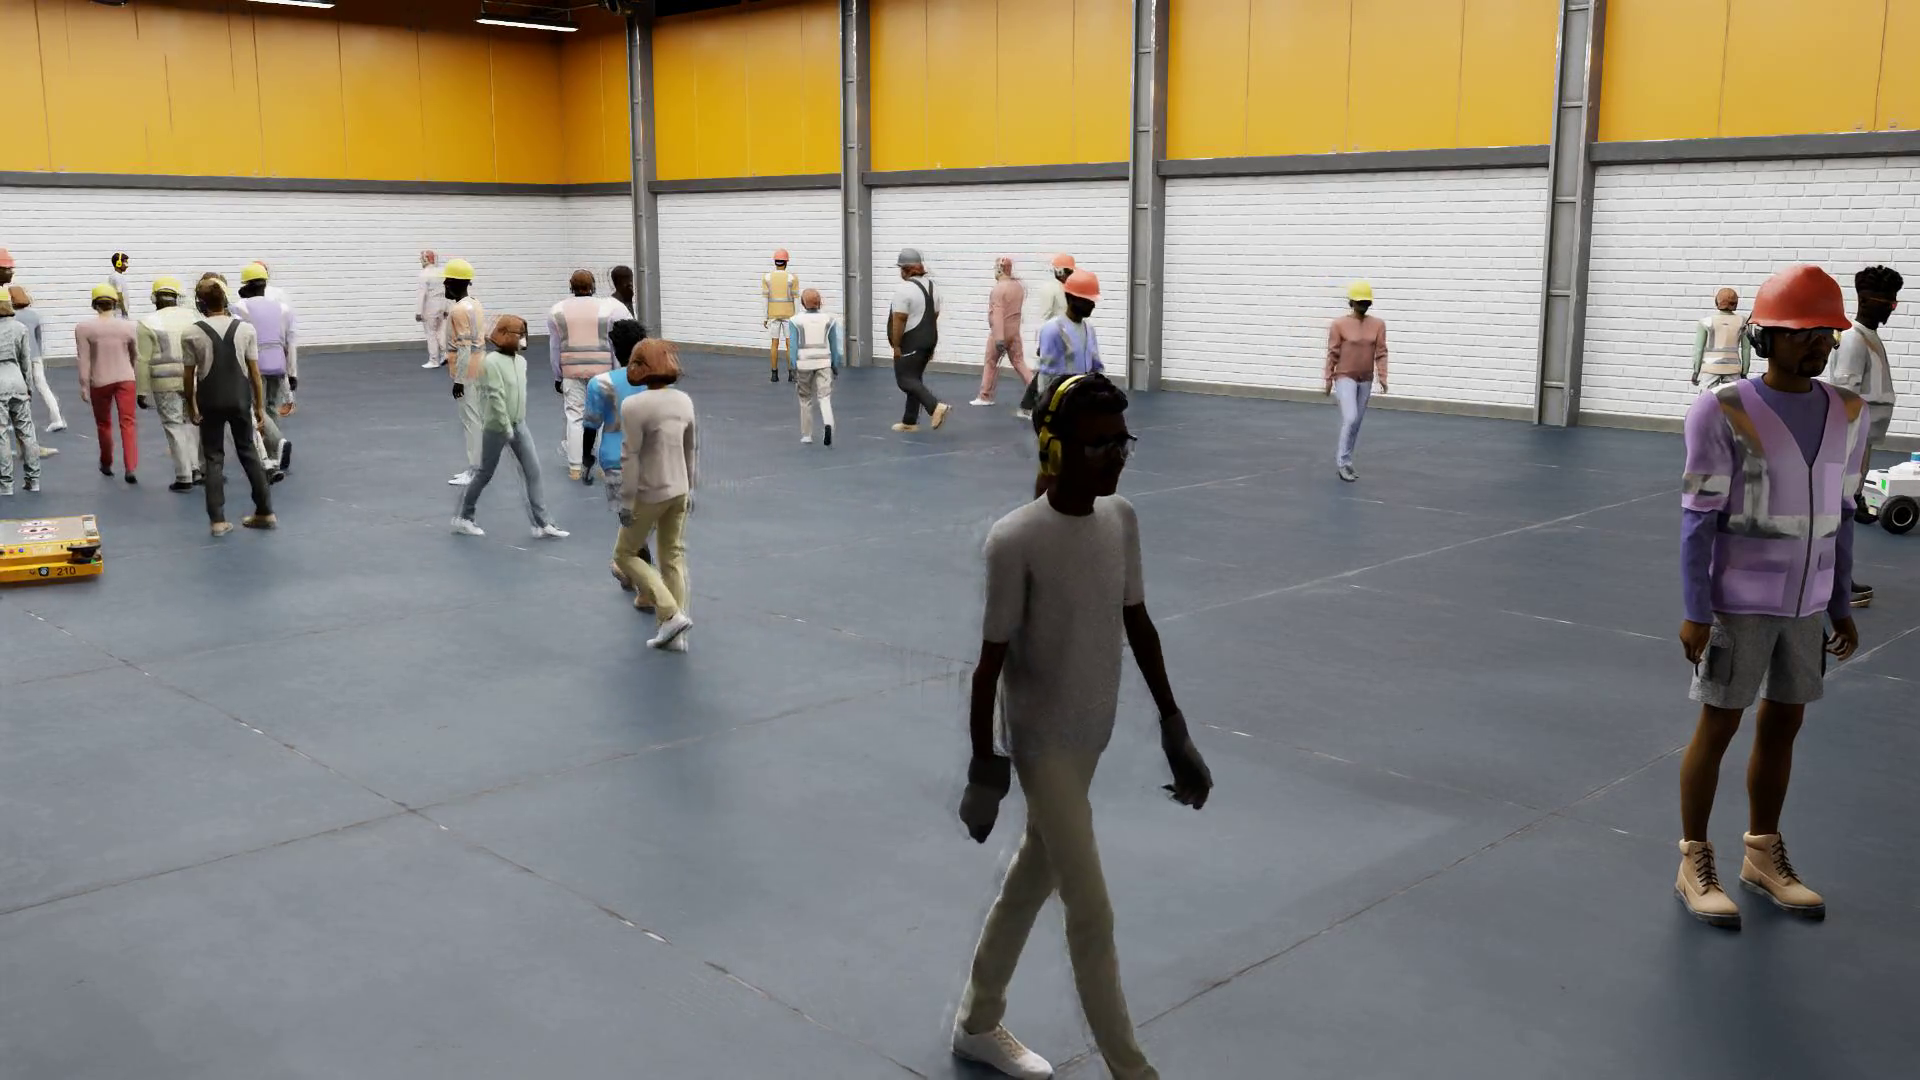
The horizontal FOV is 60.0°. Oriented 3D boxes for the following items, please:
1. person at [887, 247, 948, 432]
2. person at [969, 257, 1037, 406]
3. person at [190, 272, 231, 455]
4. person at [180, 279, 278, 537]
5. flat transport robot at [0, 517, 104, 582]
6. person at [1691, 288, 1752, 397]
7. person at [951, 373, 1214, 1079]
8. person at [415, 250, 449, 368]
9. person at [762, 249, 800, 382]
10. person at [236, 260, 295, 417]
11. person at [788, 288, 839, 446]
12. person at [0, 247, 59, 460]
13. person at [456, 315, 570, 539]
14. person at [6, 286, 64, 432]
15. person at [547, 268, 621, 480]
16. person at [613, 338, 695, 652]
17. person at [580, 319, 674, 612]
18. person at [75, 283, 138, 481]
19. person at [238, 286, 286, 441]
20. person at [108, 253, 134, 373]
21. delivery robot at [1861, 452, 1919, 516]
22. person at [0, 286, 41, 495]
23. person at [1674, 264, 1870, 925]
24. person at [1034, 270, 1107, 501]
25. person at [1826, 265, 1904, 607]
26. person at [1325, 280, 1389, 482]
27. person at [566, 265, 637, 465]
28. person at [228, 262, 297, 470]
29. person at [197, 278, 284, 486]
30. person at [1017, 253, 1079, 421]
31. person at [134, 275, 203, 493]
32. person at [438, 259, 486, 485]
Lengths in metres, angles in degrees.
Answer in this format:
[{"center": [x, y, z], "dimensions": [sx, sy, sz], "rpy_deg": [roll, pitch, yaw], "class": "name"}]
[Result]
[{"center": [-0.436, -2.147, 17.854], "dimensions": [0.771, 2.000, 0.690], "rpy_deg": [7, 12, 33], "class": "person"}, {"center": [0.600, -2.581, 20.705], "dimensions": [0.983, 1.868, 0.648], "rpy_deg": [7, 13, 35], "class": "person"}, {"center": [-7.209, -1.679, 16.000], "dimensions": [0.860, 1.791, 0.699], "rpy_deg": [-5, 12, -27], "class": "person"}, {"center": [-5.244, -0.941, 11.888], "dimensions": [0.541, 1.825, 0.461], "rpy_deg": [-7, 13, -35], "class": "person"}, {"center": [-5.944, 0.039, 10.762], "dimensions": [0.652, 0.197, 1.431], "rpy_deg": [-6, 12, -29], "class": "flat transport robot"}, {"center": [7.273, -1.585, 15.904], "dimensions": [0.519, 1.634, 0.311], "rpy_deg": [2, 11, 11], "class": "person"}, {"center": [0.320, 0.518, 3.939], "dimensions": [0.975, 1.820, 0.540], "rpy_deg": [8, 13, 37], "class": "person"}, {"center": [-8.478, -3.693, 26.662], "dimensions": [0.418, 1.894, 0.678], "rpy_deg": [4, 11, 19], "class": "person"}, {"center": [-2.606, -3.281, 24.316], "dimensions": [0.552, 1.935, 0.374], "rpy_deg": [0, 10, 2], "class": "person"}, {"center": [-8.000, -2.295, 19.191], "dimensions": [0.584, 1.856, 0.892], "rpy_deg": [0, 10, 0], "class": "person"}, {"center": [-1.462, -1.744, 16.855], "dimensions": [0.537, 1.615, 0.723], "rpy_deg": [-3, 11, -18], "class": "person"}, {"center": [-8.970, -1.751, 15.769], "dimensions": [0.855, 2.010, 0.630], "rpy_deg": [-3, 11, -18], "class": "person"}, {"center": [-3.224, -0.798, 11.742], "dimensions": [0.874, 1.586, 0.488], "rpy_deg": [4, 11, 23], "class": "person"}, {"center": [-10.132, -1.953, 18.017], "dimensions": [0.877, 1.588, 0.513], "rpy_deg": [4, 11, 19], "class": "person"}, {"center": [-3.257, -1.441, 14.541], "dimensions": [0.627, 1.846, 0.429], "rpy_deg": [-1, 10, -6], "class": "person"}, {"center": [-1.551, -0.212, 8.442], "dimensions": [0.356, 1.619, 0.529], "rpy_deg": [6, 12, 32], "class": "person"}, {"center": [-1.925, -0.448, 9.627], "dimensions": [0.554, 1.643, 0.859], "rpy_deg": [-7, 12, -33], "class": "person"}, {"center": [-7.398, -1.375, 14.530], "dimensions": [0.545, 1.714, 0.930], "rpy_deg": [-7, 13, -35], "class": "person"}, {"center": [-7.032, -1.721, 16.617], "dimensions": [0.874, 1.637, 0.525], "rpy_deg": [7, 13, 35], "class": "person"}, {"center": [-12.805, -3.444, 25.435], "dimensions": [0.328, 1.857, 0.521], "rpy_deg": [-7, 13, -35], "class": "person"}, {"center": [6.951, -0.393, 12.085], "dimensions": [0.707, 0.478, 0.477], "rpy_deg": [0, 10, -2], "class": "delivery robot"}, {"center": [-7.914, -1.245, 13.743], "dimensions": [0.308, 1.743, 0.494], "rpy_deg": [6, 12, 29], "class": "person"}, {"center": [2.522, 0.180, 5.158], "dimensions": [0.610, 2.043, 0.375], "rpy_deg": [-2, 11, -13], "class": "person"}, {"center": [0.836, -0.916, 11.543], "dimensions": [0.932, 1.879, 0.574], "rpy_deg": [6, 12, 31], "class": "person"}, {"center": [5.206, -0.606, 9.663], "dimensions": [0.361, 1.959, 0.617], "rpy_deg": [7, 12, 33], "class": "person"}, {"center": [3.474, -1.380, 14.493], "dimensions": [0.519, 1.737, 0.606], "rpy_deg": [-3, 11, -17], "class": "person"}, {"center": [-3.180, -1.589, 15.292], "dimensions": [0.869, 1.876, 0.621], "rpy_deg": [1, 10, 5], "class": "person"}, {"center": [-6.307, -1.572, 15.129], "dimensions": [0.775, 1.896, 0.582], "rpy_deg": [9, 14, 42], "class": "person"}, {"center": [-6.202, -1.315, 14.049], "dimensions": [0.956, 1.766, 0.609], "rpy_deg": [5, 11, 25], "class": "person"}, {"center": [1.096, -2.293, 18.967], "dimensions": [1.046, 1.935, 0.629], "rpy_deg": [4, 11, 19], "class": "person"}, {"center": [-6.543, -1.282, 13.781], "dimensions": [0.486, 1.799, 0.617], "rpy_deg": [6, 12, 31], "class": "person"}, {"center": [-4.252, -1.439, 14.291], "dimensions": [0.360, 1.930, 0.588], "rpy_deg": [-1, 10, -7], "class": "person"}]
